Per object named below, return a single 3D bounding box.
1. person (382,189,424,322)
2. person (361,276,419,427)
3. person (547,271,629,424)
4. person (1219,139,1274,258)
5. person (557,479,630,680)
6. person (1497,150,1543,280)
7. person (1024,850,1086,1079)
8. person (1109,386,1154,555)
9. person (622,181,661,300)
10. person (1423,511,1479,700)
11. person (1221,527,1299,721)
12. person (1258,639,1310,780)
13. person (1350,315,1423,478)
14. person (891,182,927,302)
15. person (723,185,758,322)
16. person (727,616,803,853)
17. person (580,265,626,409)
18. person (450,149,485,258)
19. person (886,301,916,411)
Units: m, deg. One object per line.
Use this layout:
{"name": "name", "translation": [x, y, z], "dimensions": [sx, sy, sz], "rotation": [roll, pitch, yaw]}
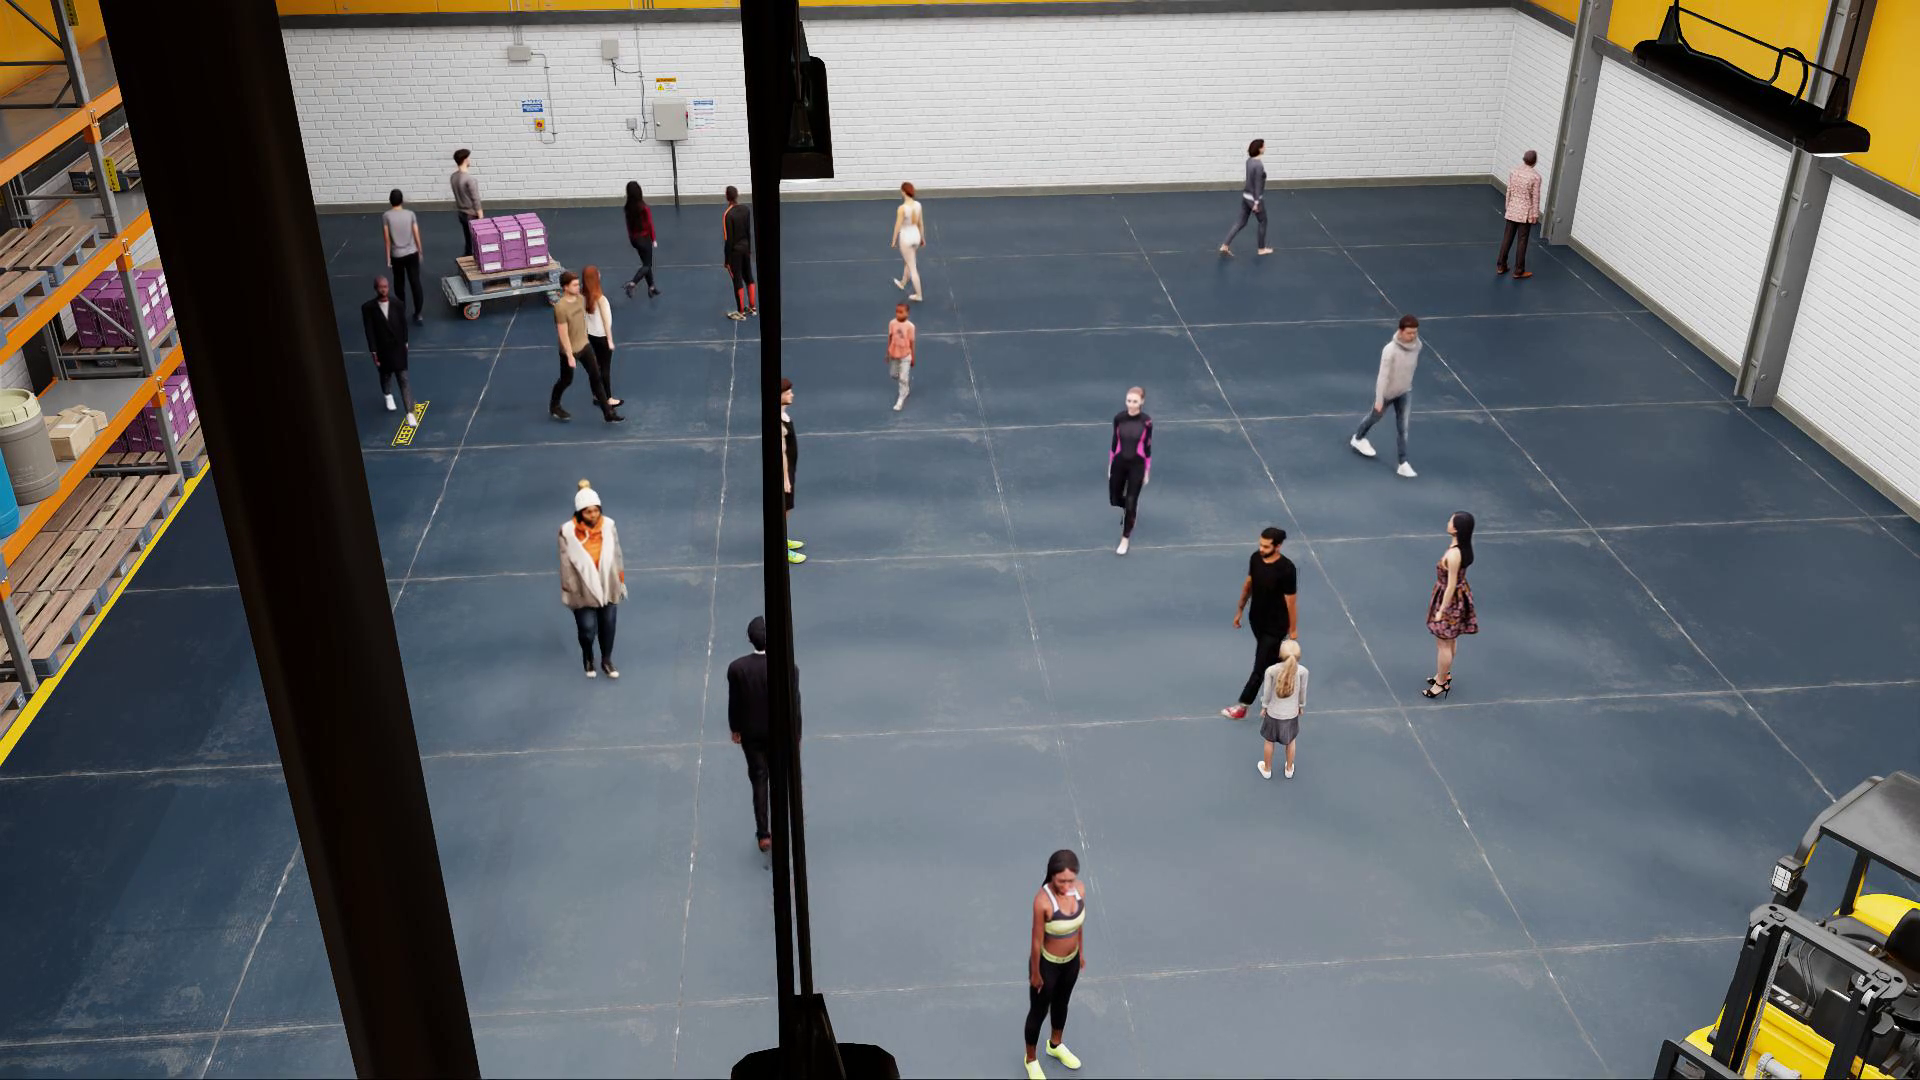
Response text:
{"name": "person", "translation": [-7.310, -3.720, 21.952], "dimensions": [0.889, 1.701, 1.234], "rotation": [-13, 31, -22]}
{"name": "person", "translation": [-6.608, -2.218, 19.177], "dimensions": [0.917, 1.722, 1.241], "rotation": [-13, 31, -23]}
{"name": "person", "translation": [-4.481, -2.170, 19.009], "dimensions": [1.190, 1.798, 1.259], "rotation": [15, 32, 25]}
{"name": "person", "translation": [4.167, -4.937, 24.149], "dimensions": [0.923, 1.734, 1.114], "rotation": [-13, 31, -22]}
{"name": "person", "translation": [-3.198, 0.325, 14.348], "dimensions": [0.828, 1.882, 0.835], "rotation": [-16, 33, -27]}
{"name": "person", "translation": [7.917, -4.614, 23.482], "dimensions": [0.842, 1.806, 0.729], "rotation": [-21, 35, -33]}
{"name": "person", "translation": [0.585, 2.608, 10.295], "dimensions": [0.636, 1.754, 0.650], "rotation": [-19, 34, -30]}
{"name": "person", "translation": [1.694, -0.737, 16.440], "dimensions": [0.752, 1.742, 0.898], "rotation": [9, 30, 16]}
{"name": "person", "translation": [-4.381, -4.018, 22.578], "dimensions": [0.917, 1.625, 1.003], "rotation": [21, 35, 33]}
{"name": "person", "translation": [4.136, 0.545, 14.058], "dimensions": [0.863, 1.773, 0.788], "rotation": [16, 32, 26]}
{"name": "person", "translation": [2.651, 0.659, 13.908], "dimensions": [1.020, 1.717, 1.091], "rotation": [-17, 33, -29]}
{"name": "person", "translation": [2.554, 1.326, 13.148], "dimensions": [0.519, 1.274, 0.537], "rotation": [0, 29, 1]}
{"name": "person", "translation": [4.636, -1.617, 18.009], "dimensions": [0.983, 1.785, 1.392], "rotation": [-14, 31, -23]}
{"name": "person", "translation": [-0.619, -4.026, 22.601], "dimensions": [0.916, 1.617, 1.015], "rotation": [-25, 37, -37]}
{"name": "person", "translation": [-2.928, -3.809, 22.004], "dimensions": [0.756, 1.807, 0.688], "rotation": [20, 35, 33]}
{"name": "person", "translation": [-1.457, 1.452, 12.318], "dimensions": [0.717, 1.847, 1.154], "rotation": [-2, 29, -3]}
{"name": "person", "translation": [-4.250, -2.383, 19.480], "dimensions": [0.636, 1.722, 0.701], "rotation": [22, 36, 35]}
{"name": "person", "translation": [-6.829, -4.482, 23.142], "dimensions": [0.781, 1.900, 0.849], "rotation": [24, 37, 36]}
{"name": "person", "translation": [-0.674, -2.213, 19.608], "dimensions": [0.707, 1.299, 0.848], "rotation": [11, 31, 20]}
